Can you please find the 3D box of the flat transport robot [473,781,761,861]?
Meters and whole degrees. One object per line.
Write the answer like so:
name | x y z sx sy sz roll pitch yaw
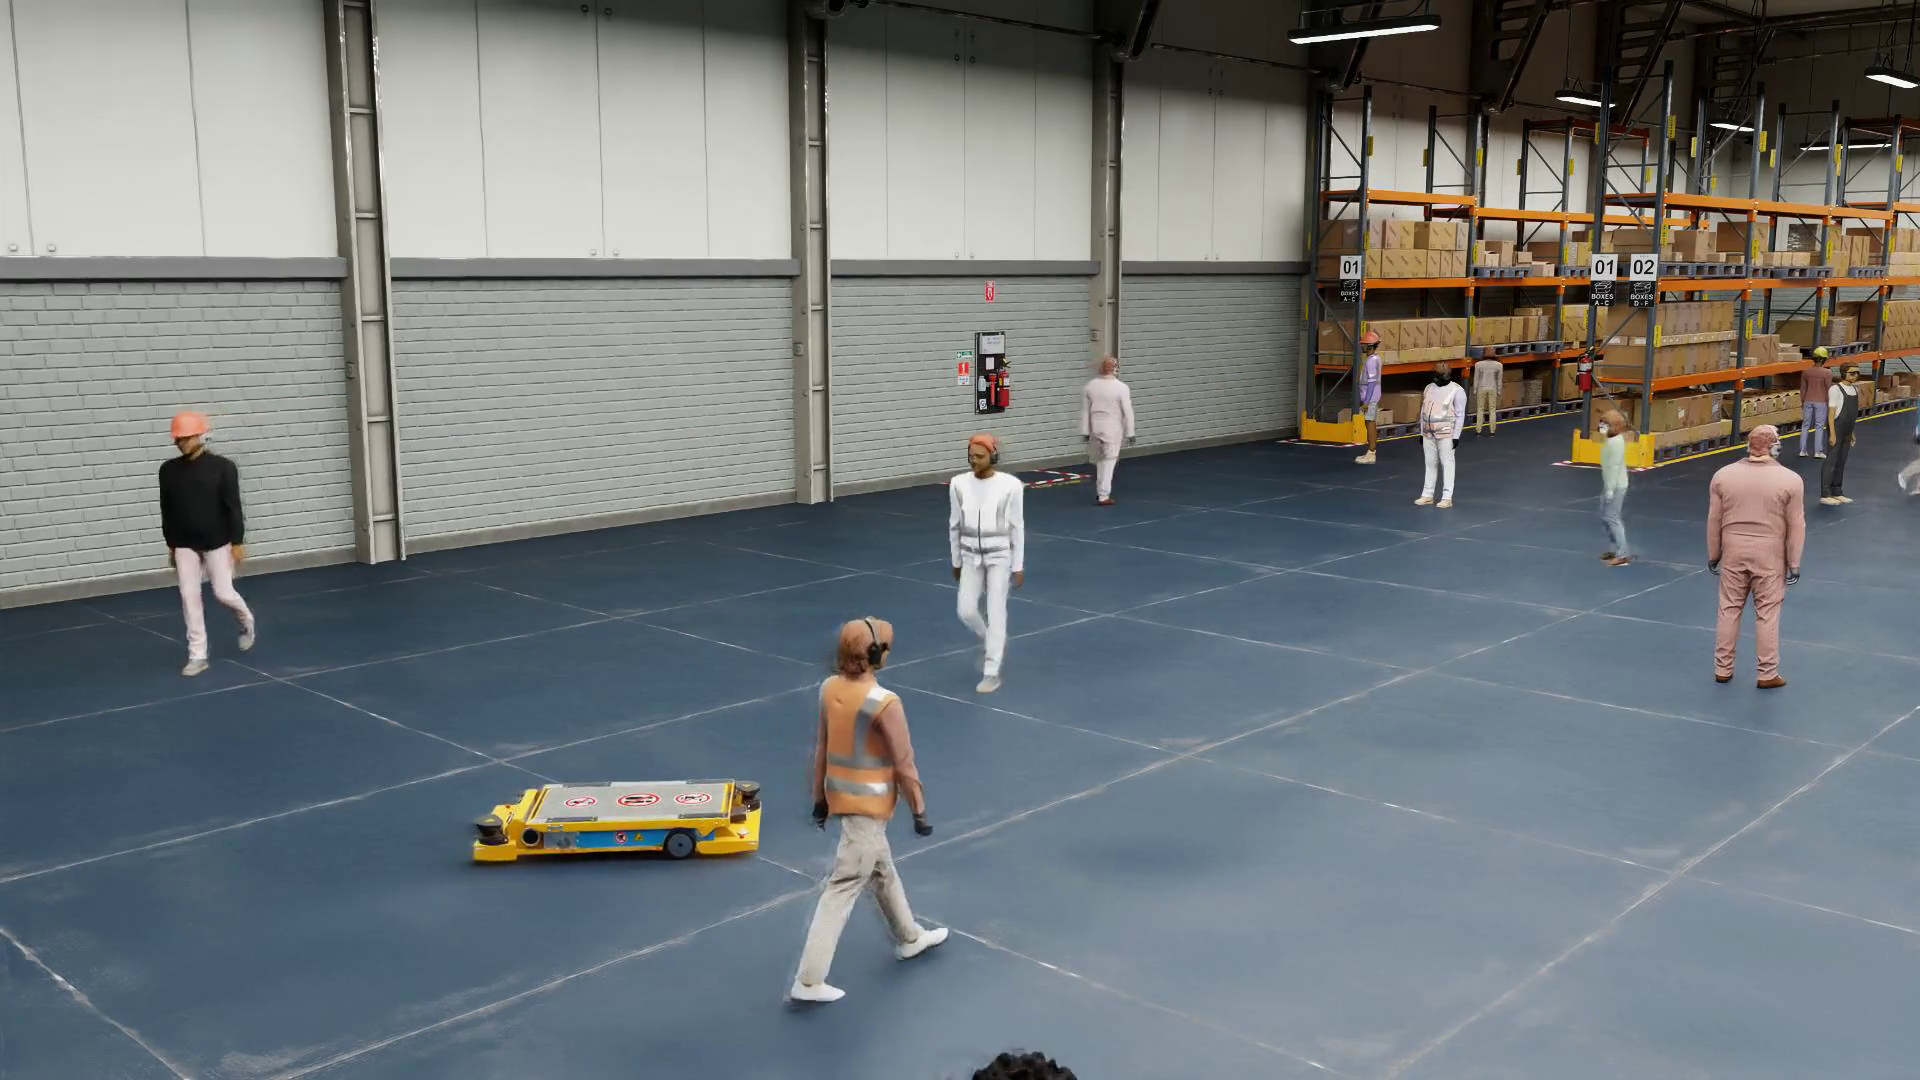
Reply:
flat transport robot | -1.780 1.468 8.785 1.431 0.197 0.652 -1 9 -5

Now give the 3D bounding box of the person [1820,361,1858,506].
person | 11.284 -1.368 21.282 0.505 1.847 0.348 -5 11 -30

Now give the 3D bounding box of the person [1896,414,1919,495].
person | 12.835 -1.393 22.098 0.539 1.615 0.423 -6 11 -33

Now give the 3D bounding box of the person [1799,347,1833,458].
person | 13.633 -2.180 26.476 0.306 1.770 0.525 -6 11 -32

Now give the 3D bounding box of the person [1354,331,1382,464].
person | 6.317 -2.196 25.727 0.377 2.045 0.605 3 10 20

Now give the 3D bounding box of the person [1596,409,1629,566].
person | 6.624 -0.528 16.870 0.424 1.605 0.521 2 9 10

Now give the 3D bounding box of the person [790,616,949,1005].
person | -0.392 1.108 6.972 0.890 1.587 0.522 -7 11 -35

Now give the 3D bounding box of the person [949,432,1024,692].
person | 0.211 0.146 11.994 0.590 1.873 0.486 4 10 22

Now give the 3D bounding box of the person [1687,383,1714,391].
person | 13.805 -2.984 31.024 0.573 1.883 0.356 9 13 43

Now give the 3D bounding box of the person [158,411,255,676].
person | -5.689 -0.005 12.584 0.615 1.979 0.704 0 9 1

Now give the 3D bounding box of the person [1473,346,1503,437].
person | 9.472 -2.666 29.871 0.493 1.624 0.280 1 9 9

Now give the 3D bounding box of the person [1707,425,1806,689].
person | 5.765 0.117 12.057 0.649 1.904 0.401 8 12 41

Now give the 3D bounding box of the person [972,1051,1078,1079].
person | 0.019 1.708 3.044 0.592 1.685 0.538 4 10 20

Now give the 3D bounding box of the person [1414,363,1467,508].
person | 6.073 -1.327 21.072 0.429 1.837 0.621 -7 12 -36

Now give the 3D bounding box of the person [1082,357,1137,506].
person | 1.938 -1.389 21.314 0.662 1.887 0.716 8 12 39
